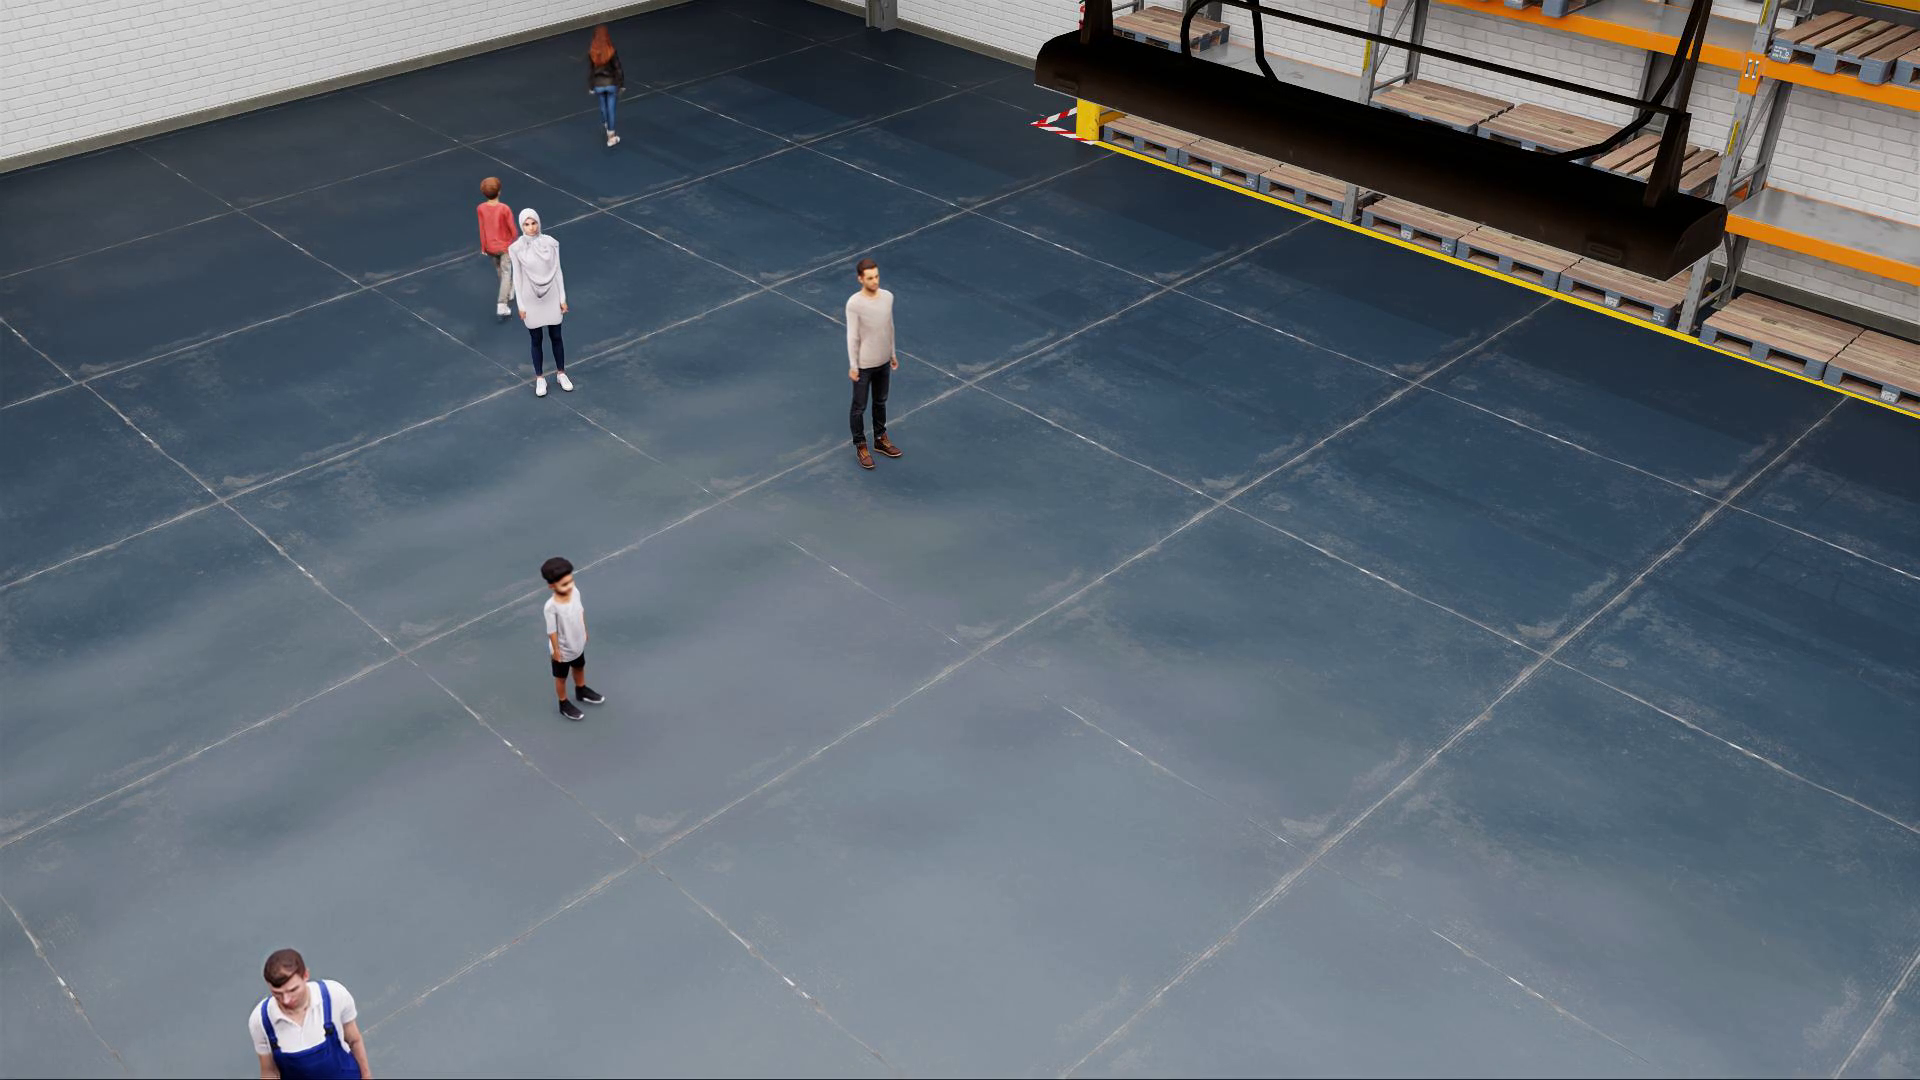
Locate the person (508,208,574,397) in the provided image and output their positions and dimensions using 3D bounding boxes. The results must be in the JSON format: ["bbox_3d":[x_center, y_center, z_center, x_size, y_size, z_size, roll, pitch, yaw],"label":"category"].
[{"bbox_3d":[-3.843,-2.193,15.253,0.678,1.776,0.650,-14,36,-20],"label":"person"}]

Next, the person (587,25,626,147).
[{"bbox_3d":[-4.430,-5.641,20.726,0.832,1.460,0.879,2,34,3],"label":"person"}]

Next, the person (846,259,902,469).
[{"bbox_3d":[-0.759,-1.533,14.176,0.658,1.868,0.582,-25,41,-33],"label":"person"}]

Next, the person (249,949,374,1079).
[{"bbox_3d":[-3.046,2.607,7.966,0.706,1.849,0.689,-14,36,-20],"label":"person"}]

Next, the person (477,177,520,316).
[{"bbox_3d":[-4.642,-2.925,16.702,0.951,1.391,0.948,4,34,7],"label":"person"}]

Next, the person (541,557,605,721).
[{"bbox_3d":[-2.709,0.655,11.438,0.529,1.256,0.520,19,38,26],"label":"person"}]
